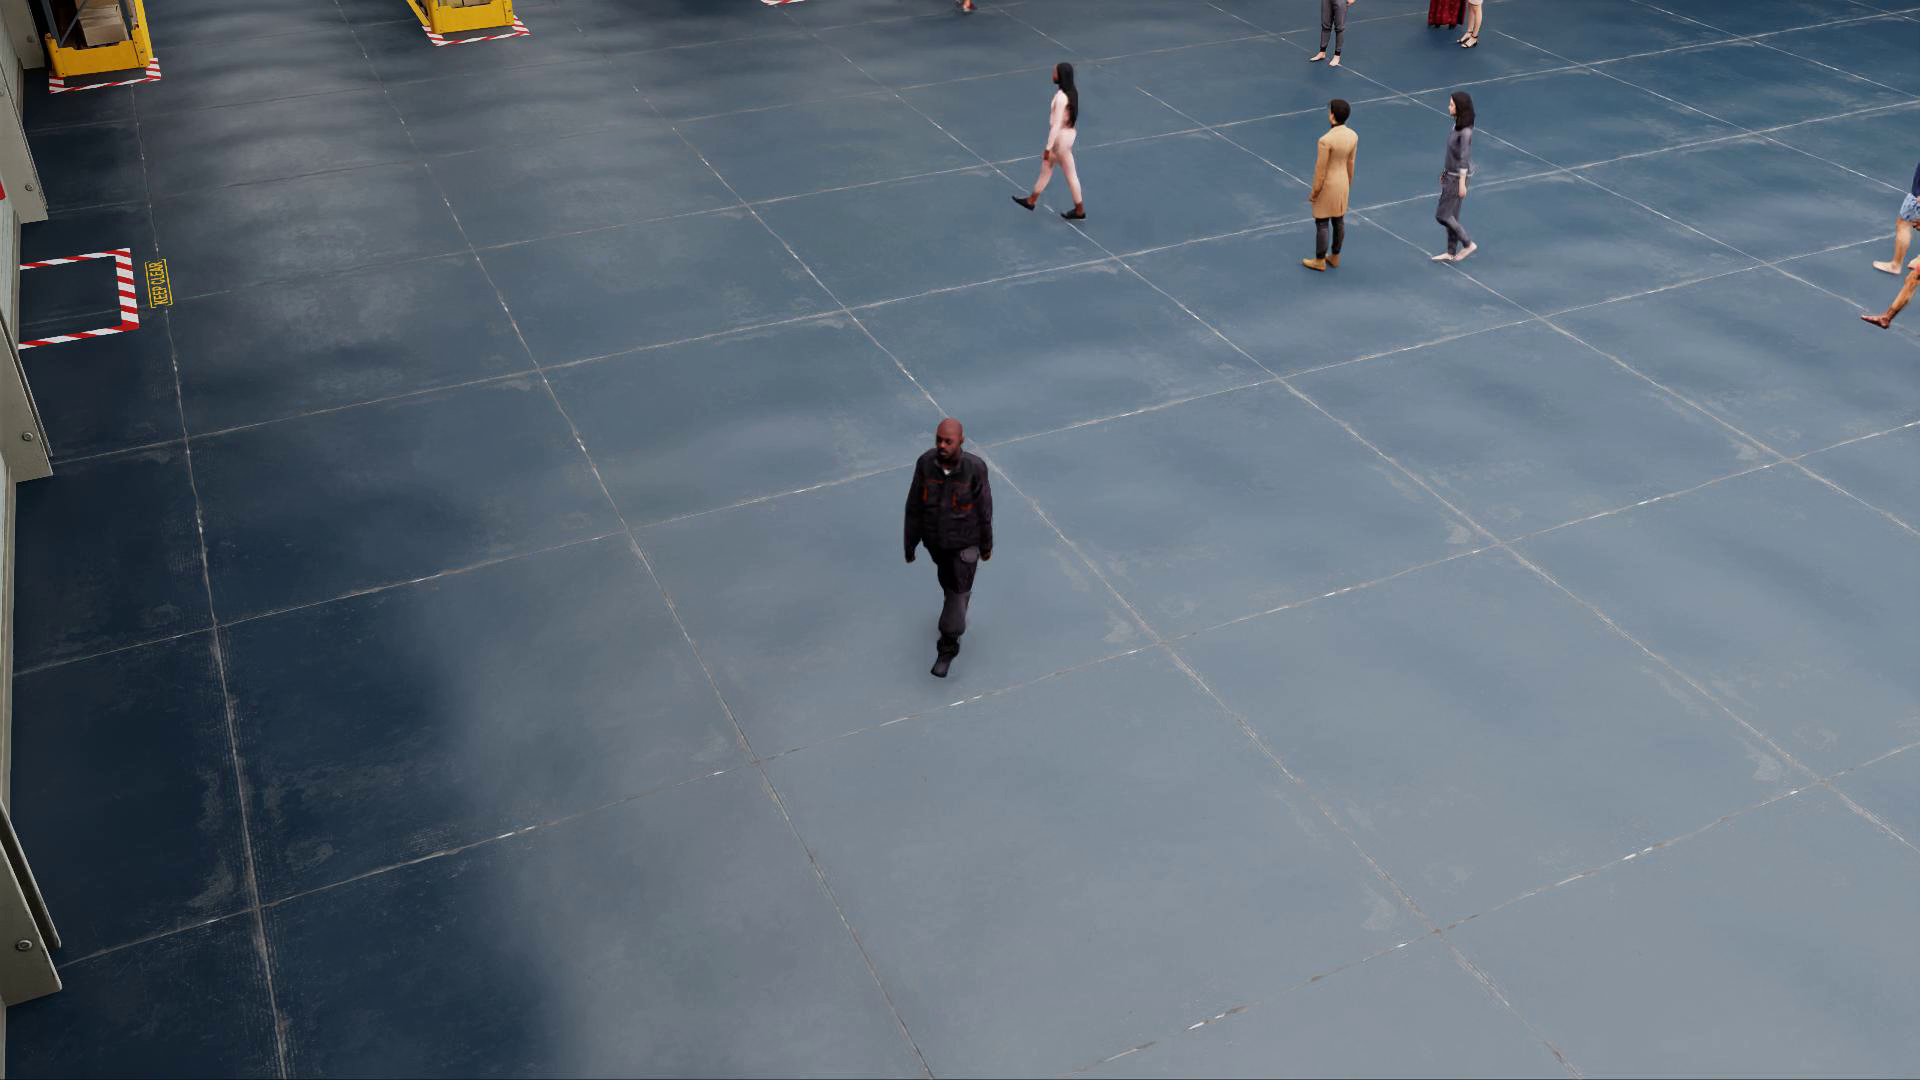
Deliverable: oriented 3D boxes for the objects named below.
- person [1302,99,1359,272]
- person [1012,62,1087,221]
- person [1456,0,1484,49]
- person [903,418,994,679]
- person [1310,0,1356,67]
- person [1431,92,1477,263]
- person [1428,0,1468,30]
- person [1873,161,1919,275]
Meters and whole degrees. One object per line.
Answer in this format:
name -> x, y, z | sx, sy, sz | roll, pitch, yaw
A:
person -> 3.715, -3.540, 16.596 | 0.675, 1.726, 0.642 | -18, 37, -26
person -> 1.177, -4.185, 17.621 | 1.085, 1.690, 1.097 | 6, 34, 9
person -> 7.172, -7.746, 22.970 | 0.700, 1.829, 0.568 | -1, 33, -1
person -> -0.029, -0.062, 11.194 | 1.234, 1.785, 1.312 | 10, 34, 15
person -> 5.071, -7.364, 22.369 | 0.638, 1.843, 0.824 | 27, 41, 35
person -> 5.079, -3.595, 16.668 | 0.861, 1.741, 0.805 | 4, 33, 7
person -> 7.066, -8.168, 23.798 | 0.770, 1.633, 0.839 | 13, 35, 19
person -> 9.596, -3.437, 16.344 | 0.730, 1.829, 0.963 | -23, 40, -31
